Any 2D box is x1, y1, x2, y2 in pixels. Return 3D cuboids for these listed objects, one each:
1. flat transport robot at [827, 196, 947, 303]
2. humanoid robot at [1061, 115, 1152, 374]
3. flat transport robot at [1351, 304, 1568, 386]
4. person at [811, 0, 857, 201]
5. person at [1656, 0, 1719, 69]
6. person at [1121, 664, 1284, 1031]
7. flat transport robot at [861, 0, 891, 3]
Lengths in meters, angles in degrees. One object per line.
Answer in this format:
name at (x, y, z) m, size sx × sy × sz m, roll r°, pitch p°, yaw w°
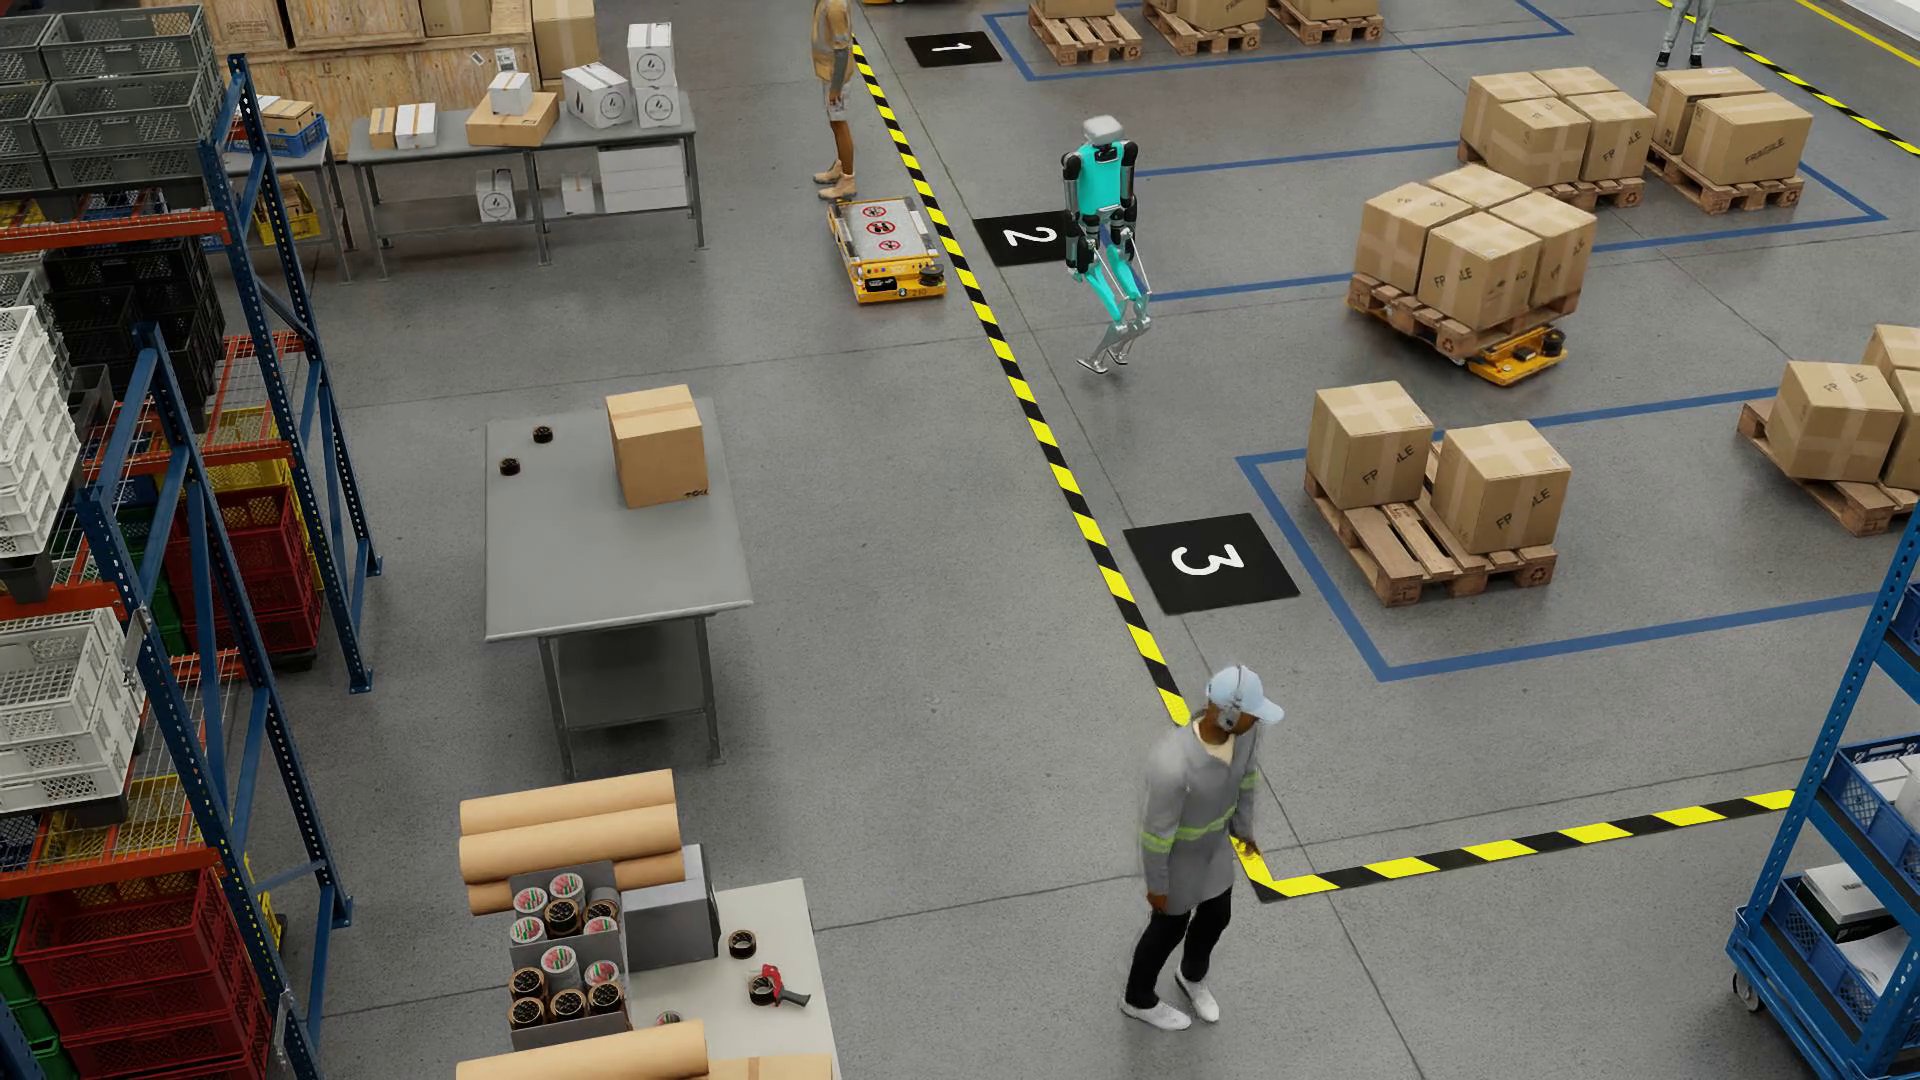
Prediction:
flat transport robot at (-0.570, -2.220, 12.538) m, size 0.659 × 0.231 × 1.431 m, roll -8°, pitch 37°, yaw -10°
humanoid robot at (1.000, -1.816, 10.649) m, size 0.533 × 1.680 × 0.735 m, roll -18°, pitch 40°, yaw -22°
flat transport robot at (3.465, -1.546, 11.609) m, size 0.652 × 0.197 × 1.431 m, roll -22°, pitch 42°, yaw -27°
person at (-1.018, -3.668, 13.000) m, size 0.376 × 2.040 × 0.613 m, roll -6°, pitch 37°, yaw -8°
person at (6.867, -5.264, 15.318) m, size 0.598 × 1.830 × 0.404 m, roll 10°, pitch 38°, yaw 13°
person at (0.941, 1.226, 6.620) m, size 0.611 × 1.816 × 0.423 m, roll -29°, pitch 46°, yaw -33°
flat transport robot at (-0.378, -5.865, 17.413) m, size 1.431 × 0.197 × 0.652 m, roll -8°, pitch 37°, yaw -10°
